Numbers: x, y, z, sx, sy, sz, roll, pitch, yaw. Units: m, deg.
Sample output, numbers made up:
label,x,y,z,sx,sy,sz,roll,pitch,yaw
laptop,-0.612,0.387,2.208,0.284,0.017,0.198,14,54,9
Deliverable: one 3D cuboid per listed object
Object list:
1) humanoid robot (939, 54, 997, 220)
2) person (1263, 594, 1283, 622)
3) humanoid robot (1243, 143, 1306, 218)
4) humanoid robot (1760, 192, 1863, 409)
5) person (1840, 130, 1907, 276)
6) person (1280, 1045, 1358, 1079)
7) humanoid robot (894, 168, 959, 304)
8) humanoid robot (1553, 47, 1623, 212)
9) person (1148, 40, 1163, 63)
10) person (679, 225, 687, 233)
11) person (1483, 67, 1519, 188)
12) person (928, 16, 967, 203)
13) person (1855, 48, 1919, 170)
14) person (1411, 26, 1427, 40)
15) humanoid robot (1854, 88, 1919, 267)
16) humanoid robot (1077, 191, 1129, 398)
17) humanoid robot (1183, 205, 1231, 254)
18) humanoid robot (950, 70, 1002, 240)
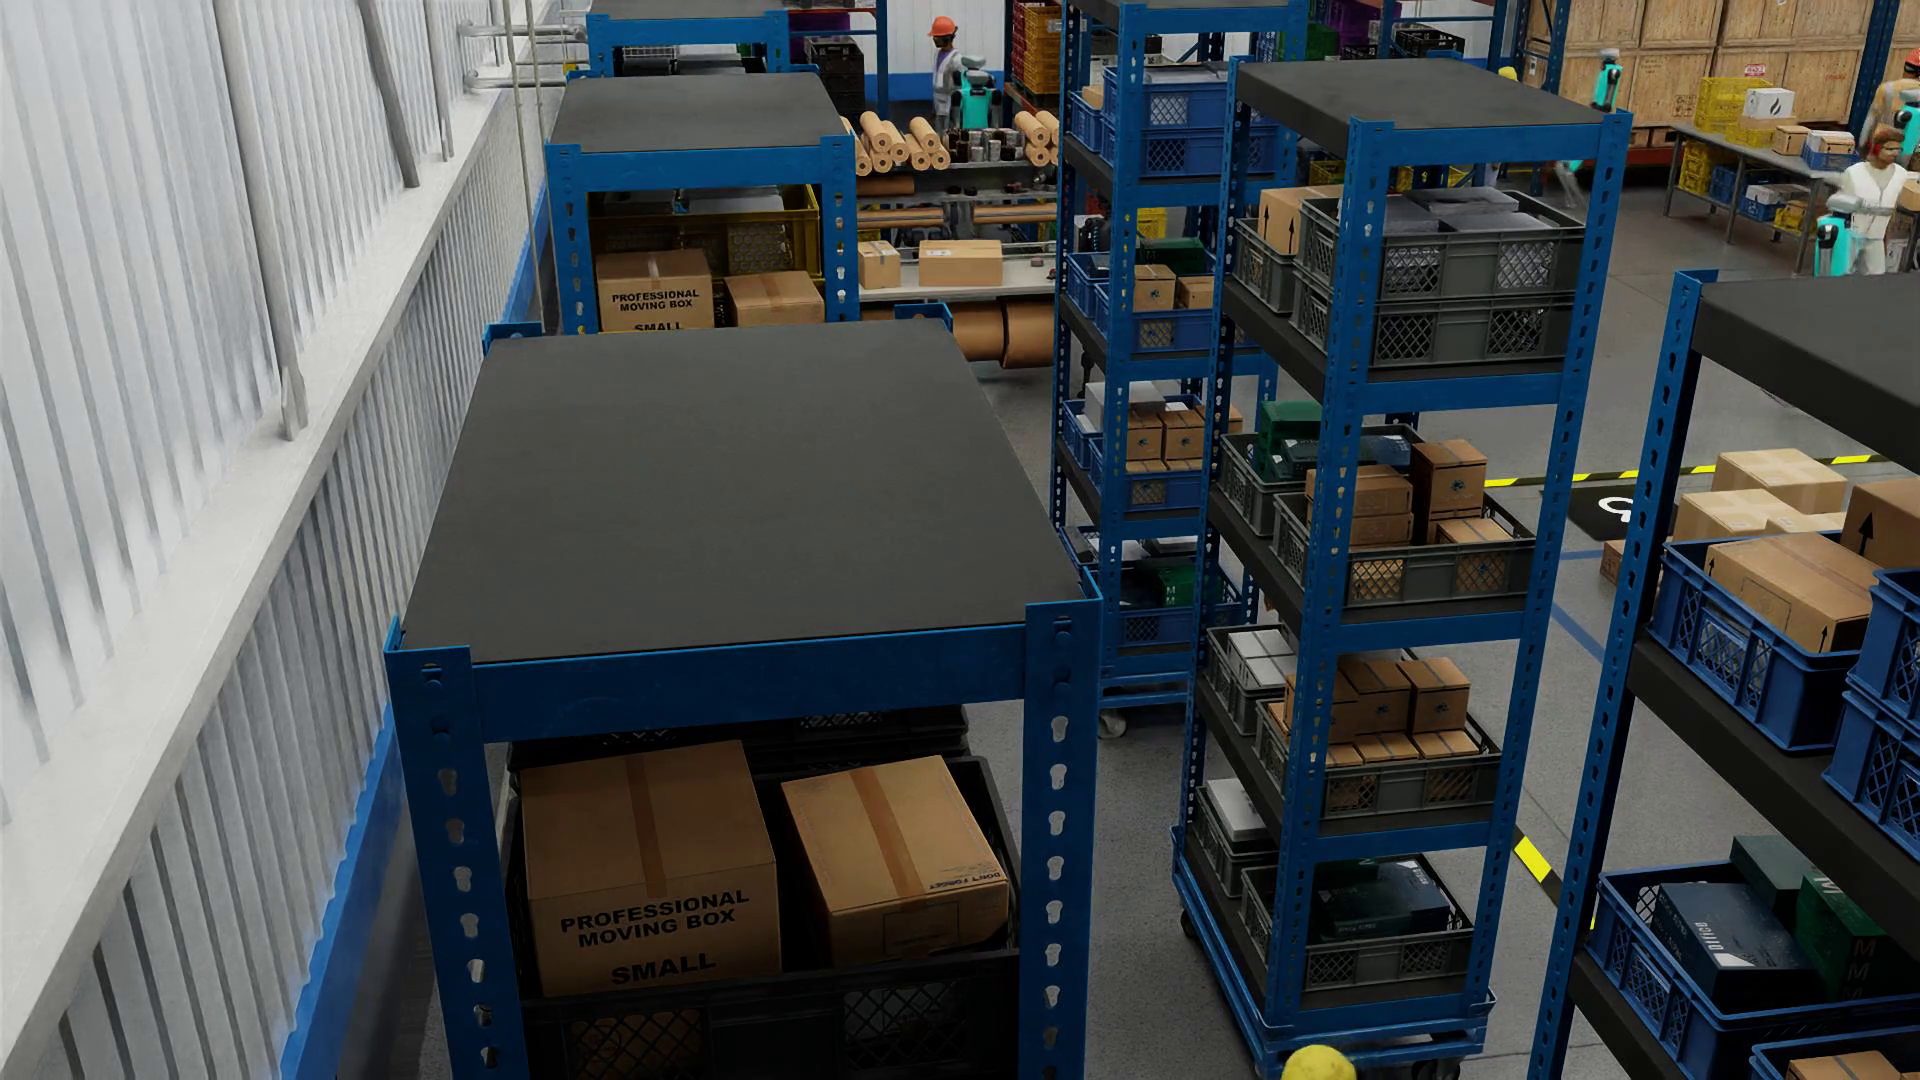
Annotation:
label,x,y,z,sx,sy,sz,roll,pitch,yaw
humanoid robot,-0.025,-4.204,17.834,0.537,1.881,0.838,18,30,34
person,1.735,0.190,7.992,0.588,1.852,0.371,-2,25,-4
humanoid robot,2.952,-3.164,15.552,0.601,1.635,0.779,8,26,16
humanoid robot,6.458,-1.621,12.053,1.018,1.727,0.533,17,30,33
person,7.490,-2.465,13.791,0.592,1.830,0.580,-1,25,-3
person,0.725,2.029,4.150,0.683,1.717,0.504,7,26,14
humanoid robot,-0.305,-2.776,14.659,0.589,1.633,0.599,-3,25,-7
humanoid robot,6.840,-4.506,18.347,0.677,1.799,0.539,5,25,10
person,2.158,-4.689,18.605,0.767,1.840,0.566,-16,29,-31
person,-2.366,-2.700,14.303,0.531,1.822,0.649,-2,25,-5
person,5.515,-3.973,17.141,0.308,1.767,0.531,6,25,13
person,-0.158,-4.823,18.669,0.391,2.038,0.605,-12,27,-25
person,9.682,-4.140,17.324,0.609,1.914,0.436,7,26,16
person,5.207,-5.008,19.302,0.634,1.841,0.429,-7,26,-16
humanoid robot,8.890,-3.552,16.312,0.530,1.800,0.802,-20,31,-36
humanoid robot,1.101,-1.880,12.681,0.315,1.657,0.599,-22,33,-39
humanoid robot,2.442,-3.586,16.452,0.609,1.620,0.755,15,29,30
humanoid robot,0.223,-3.807,16.853,0.530,1.775,1.003,-5,25,-11
